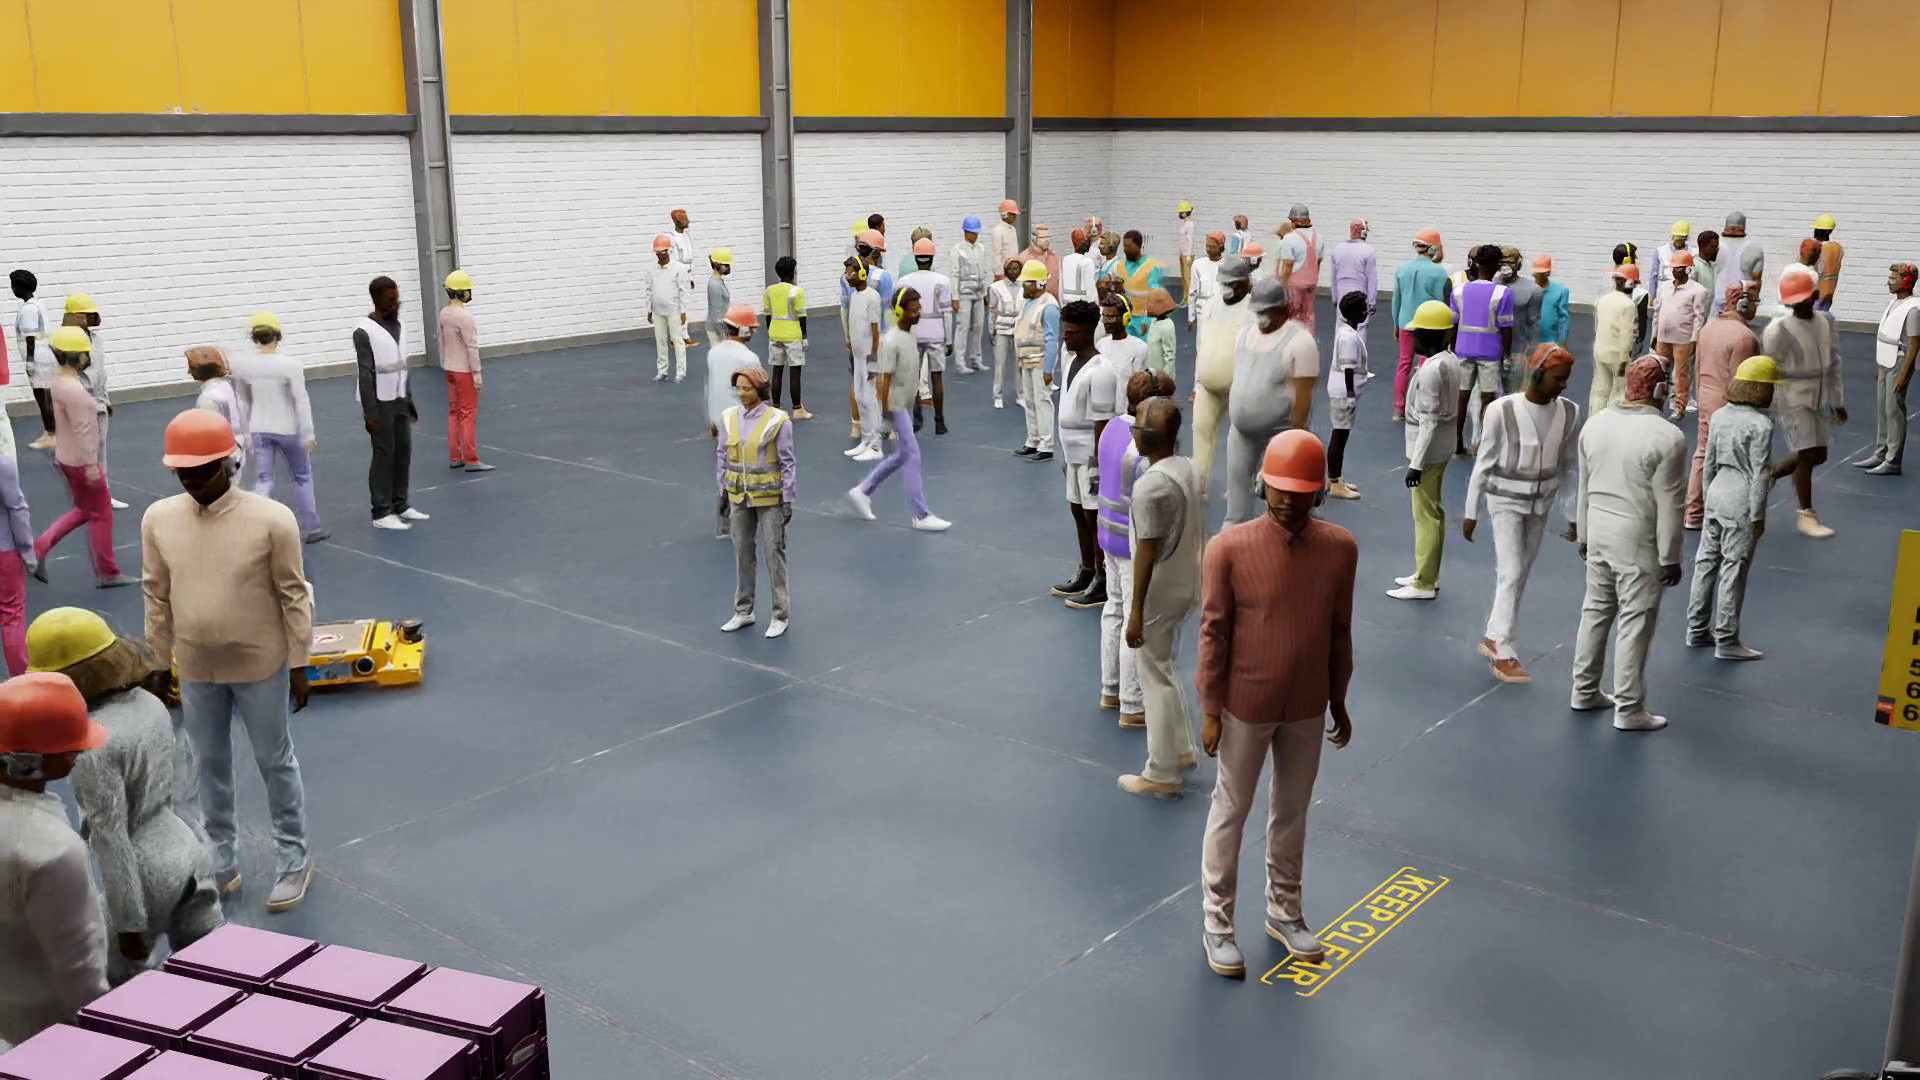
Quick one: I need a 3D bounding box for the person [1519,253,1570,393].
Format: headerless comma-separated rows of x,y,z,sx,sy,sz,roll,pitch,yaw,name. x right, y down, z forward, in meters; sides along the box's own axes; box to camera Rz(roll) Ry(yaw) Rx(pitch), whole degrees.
5.956,-2.082,17.124,0.626,1.728,0.453,5,15,18,person

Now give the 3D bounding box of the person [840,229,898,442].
-0.853,-1.959,16.006,0.614,2.037,0.380,10,17,35,person

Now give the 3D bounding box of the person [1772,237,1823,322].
8.768,-2.288,17.715,0.841,1.855,0.590,-3,14,-12,person

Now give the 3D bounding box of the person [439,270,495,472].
-4.368,-1.483,14.657,0.310,1.768,0.533,-13,19,-43,person

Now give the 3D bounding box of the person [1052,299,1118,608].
0.795,-0.547,10.539,0.375,1.958,0.599,-5,15,-18,person

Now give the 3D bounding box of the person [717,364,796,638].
-1.215,-0.231,9.914,0.524,1.636,0.308,7,16,25,person

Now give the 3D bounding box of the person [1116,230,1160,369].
1.870,-2.381,17.971,0.632,1.893,0.725,12,19,41,person

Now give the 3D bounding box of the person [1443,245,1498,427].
5.109,-2.008,16.599,0.622,1.847,0.429,0,14,1,person

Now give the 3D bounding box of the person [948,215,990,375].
0.123,-2.994,20.358,0.419,1.932,0.622,13,19,42,person

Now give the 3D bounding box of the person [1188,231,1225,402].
2.776,-2.434,18.214,0.584,1.884,0.337,6,15,23,person

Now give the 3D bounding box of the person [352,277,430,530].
-4.341,-1.029,12.609,0.389,1.912,0.657,3,14,12,person

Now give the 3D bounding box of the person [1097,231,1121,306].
1.681,-2.540,18.719,0.343,1.847,0.506,-2,14,-10,person

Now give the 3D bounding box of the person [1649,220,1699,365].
9.070,-3.135,21.130,0.600,1.827,0.403,3,14,13,person

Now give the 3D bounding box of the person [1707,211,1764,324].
9.018,-2.842,19.532,0.688,2.000,0.536,5,15,20,person

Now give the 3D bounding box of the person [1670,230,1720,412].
7.857,-2.345,17.794,0.371,1.916,0.597,12,18,39,person

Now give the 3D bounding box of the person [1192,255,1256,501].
2.094,-1.272,13.256,0.697,2.000,0.850,12,19,41,person

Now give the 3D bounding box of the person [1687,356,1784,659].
4.464,-0.190,9.550,0.322,1.738,0.488,-3,14,-12,person

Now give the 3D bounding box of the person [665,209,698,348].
-3.825,-3.576,22.787,0.339,1.878,0.584,5,15,20,person

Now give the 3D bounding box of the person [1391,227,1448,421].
4.716,-2.192,17.027,0.396,1.992,0.623,-13,19,-41,person

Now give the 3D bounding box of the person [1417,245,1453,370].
5.931,-2.950,20.826,0.515,1.610,0.582,8,16,30,person

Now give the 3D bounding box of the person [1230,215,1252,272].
4.389,-4.261,26.031,0.313,1.633,0.520,10,17,36,person

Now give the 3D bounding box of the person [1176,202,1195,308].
3.741,-4.740,27.694,0.336,1.761,0.524,-2,14,-8,person

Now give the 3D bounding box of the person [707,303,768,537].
-1.590,-0.890,12.346,0.585,1.727,0.585,-11,18,-38,person

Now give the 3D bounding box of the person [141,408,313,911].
-2.807,0.474,6.378,0.622,1.990,0.402,0,14,1,person

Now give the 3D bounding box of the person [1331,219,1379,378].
4.772,-2.907,20.064,0.408,1.908,0.643,-12,18,-40,person

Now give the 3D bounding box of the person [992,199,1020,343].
0.657,-3.766,23.332,0.395,1.988,0.623,6,15,24,person

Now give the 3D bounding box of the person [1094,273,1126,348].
1.188,-1.235,13.506,0.330,1.844,0.520,-5,15,-20,person

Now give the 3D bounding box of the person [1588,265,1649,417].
6.823,-2.056,17.211,0.515,1.636,0.315,10,17,35,person

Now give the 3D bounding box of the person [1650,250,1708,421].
7.383,-2.111,17.190,0.326,1.752,0.560,-9,16,-31,person

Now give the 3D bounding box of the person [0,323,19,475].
-8.434,-1.407,14.410,0.351,1.739,0.575,-10,17,-34,person

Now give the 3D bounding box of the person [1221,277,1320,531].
2.238,-0.919,11.848,0.685,2.000,0.980,13,19,42,person

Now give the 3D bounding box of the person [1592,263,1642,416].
6.253,-1.762,15.846,0.396,1.722,0.571,-3,14,-13,person

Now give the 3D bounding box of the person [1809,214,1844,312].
10.597,-3.044,20.560,0.588,1.930,0.363,-7,16,-26,person

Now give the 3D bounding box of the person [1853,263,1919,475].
8.164,-1.485,14.501,0.377,1.844,0.569,3,14,11,person

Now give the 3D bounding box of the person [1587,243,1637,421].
6.533,-2.024,16.611,0.309,1.868,0.535,-4,15,-14,person
